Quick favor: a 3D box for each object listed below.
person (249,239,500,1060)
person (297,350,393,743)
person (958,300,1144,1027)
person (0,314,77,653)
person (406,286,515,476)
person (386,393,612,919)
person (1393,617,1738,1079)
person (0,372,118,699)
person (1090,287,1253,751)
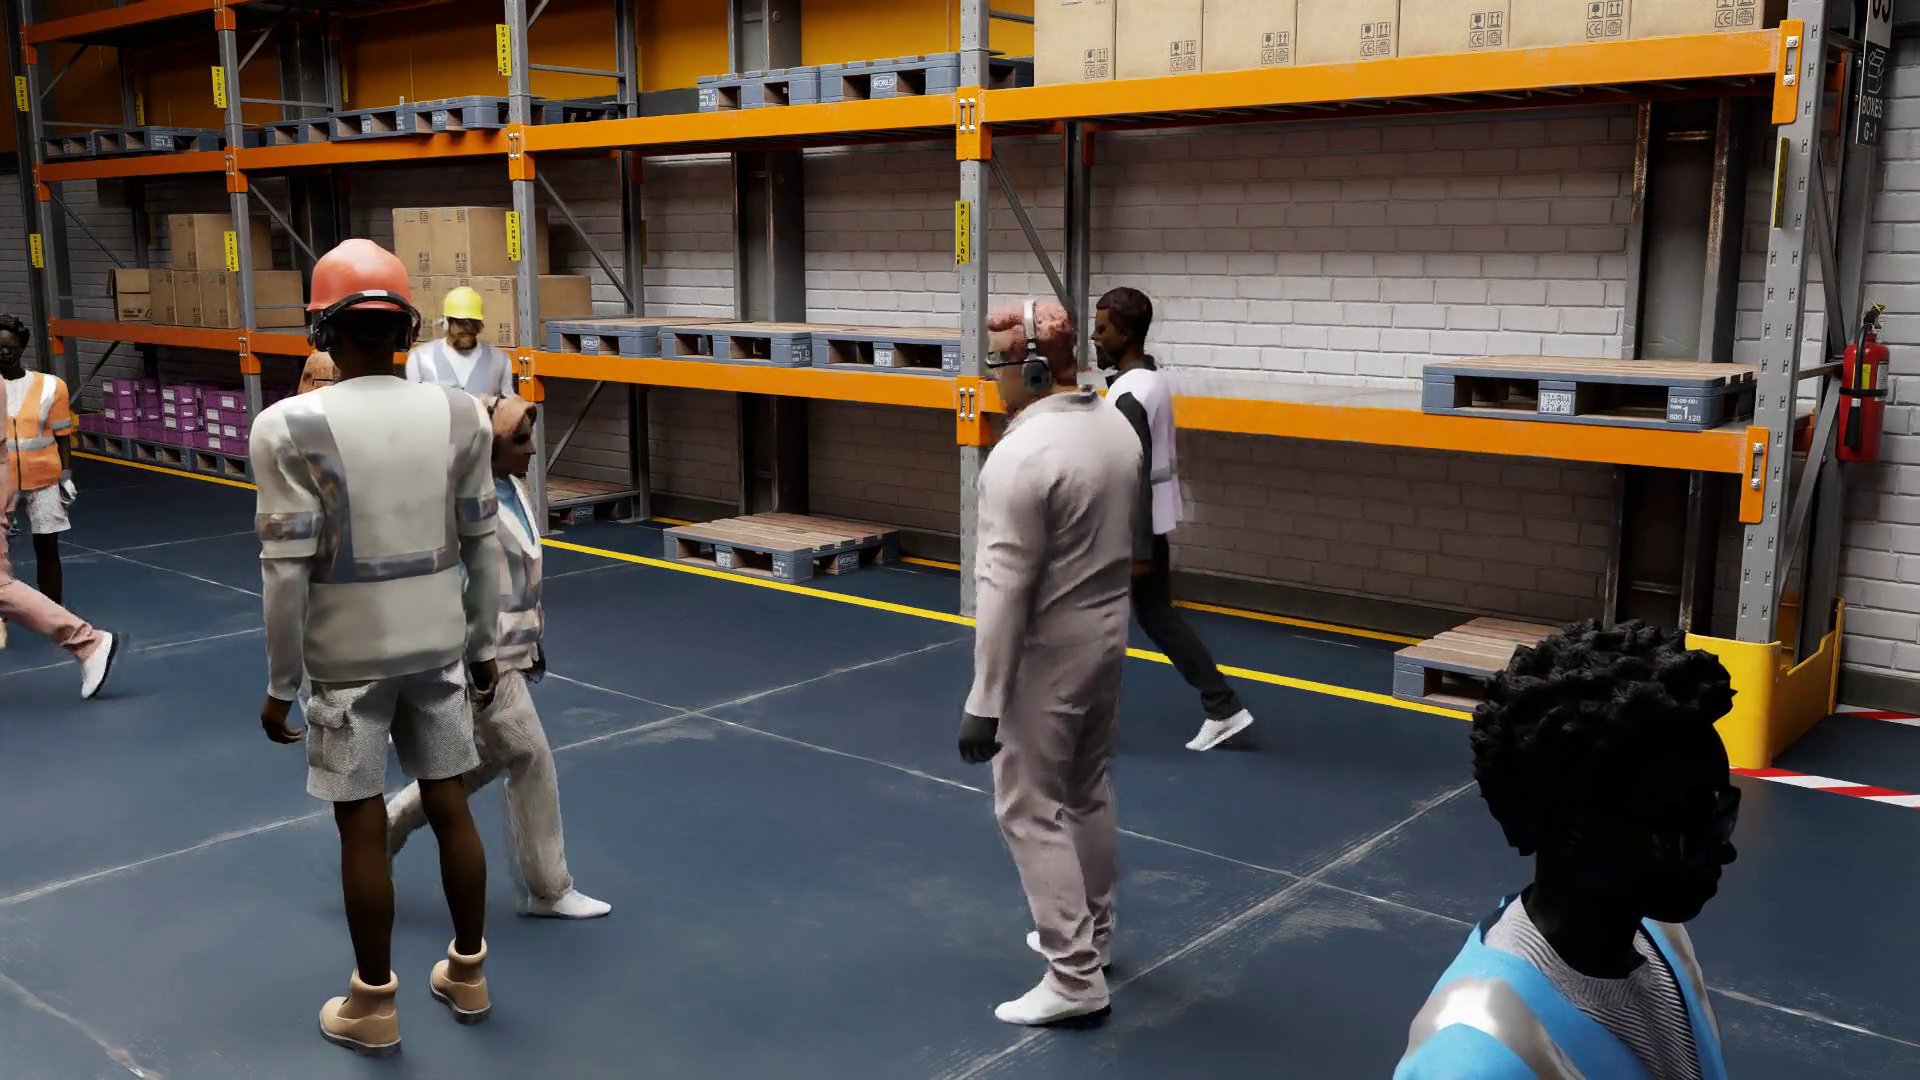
[{"bbox_3d":[-1.464,0.276,4.203,0.616,2.041,0.382,-9,14,-43],"label":"person"},{"bbox_3d":[-2.471,0.053,6.634,0.280,1.634,0.498,5,11,25],"label":"person"},{"bbox_3d":[0.265,0.320,4.427,0.458,1.895,0.708,6,12,32],"label":"person"},{"bbox_3d":[-4.743,-0.286,8.386,0.536,1.696,0.322,-6,12,-32],"label":"person"},{"bbox_3d":[-2.767,-0.503,9.278,0.609,1.817,0.598,-4,11,-21],"label":"person"},{"bbox_3d":[-1.463,0.360,4.945,0.735,1.607,0.519,-1,10,-4],"label":"person"},{"bbox_3d":[0.570,0.905,1.610,0.317,1.696,0.539,7,12,35],"label":"person"},{"bbox_3d":[-4.264,-0.177,7.296,0.870,1.868,0.652,-4,11,-22],"label":"person"},{"bbox_3d":[0.715,-0.064,6.613,0.943,1.882,0.589,3,10,16],"label":"person"}]
